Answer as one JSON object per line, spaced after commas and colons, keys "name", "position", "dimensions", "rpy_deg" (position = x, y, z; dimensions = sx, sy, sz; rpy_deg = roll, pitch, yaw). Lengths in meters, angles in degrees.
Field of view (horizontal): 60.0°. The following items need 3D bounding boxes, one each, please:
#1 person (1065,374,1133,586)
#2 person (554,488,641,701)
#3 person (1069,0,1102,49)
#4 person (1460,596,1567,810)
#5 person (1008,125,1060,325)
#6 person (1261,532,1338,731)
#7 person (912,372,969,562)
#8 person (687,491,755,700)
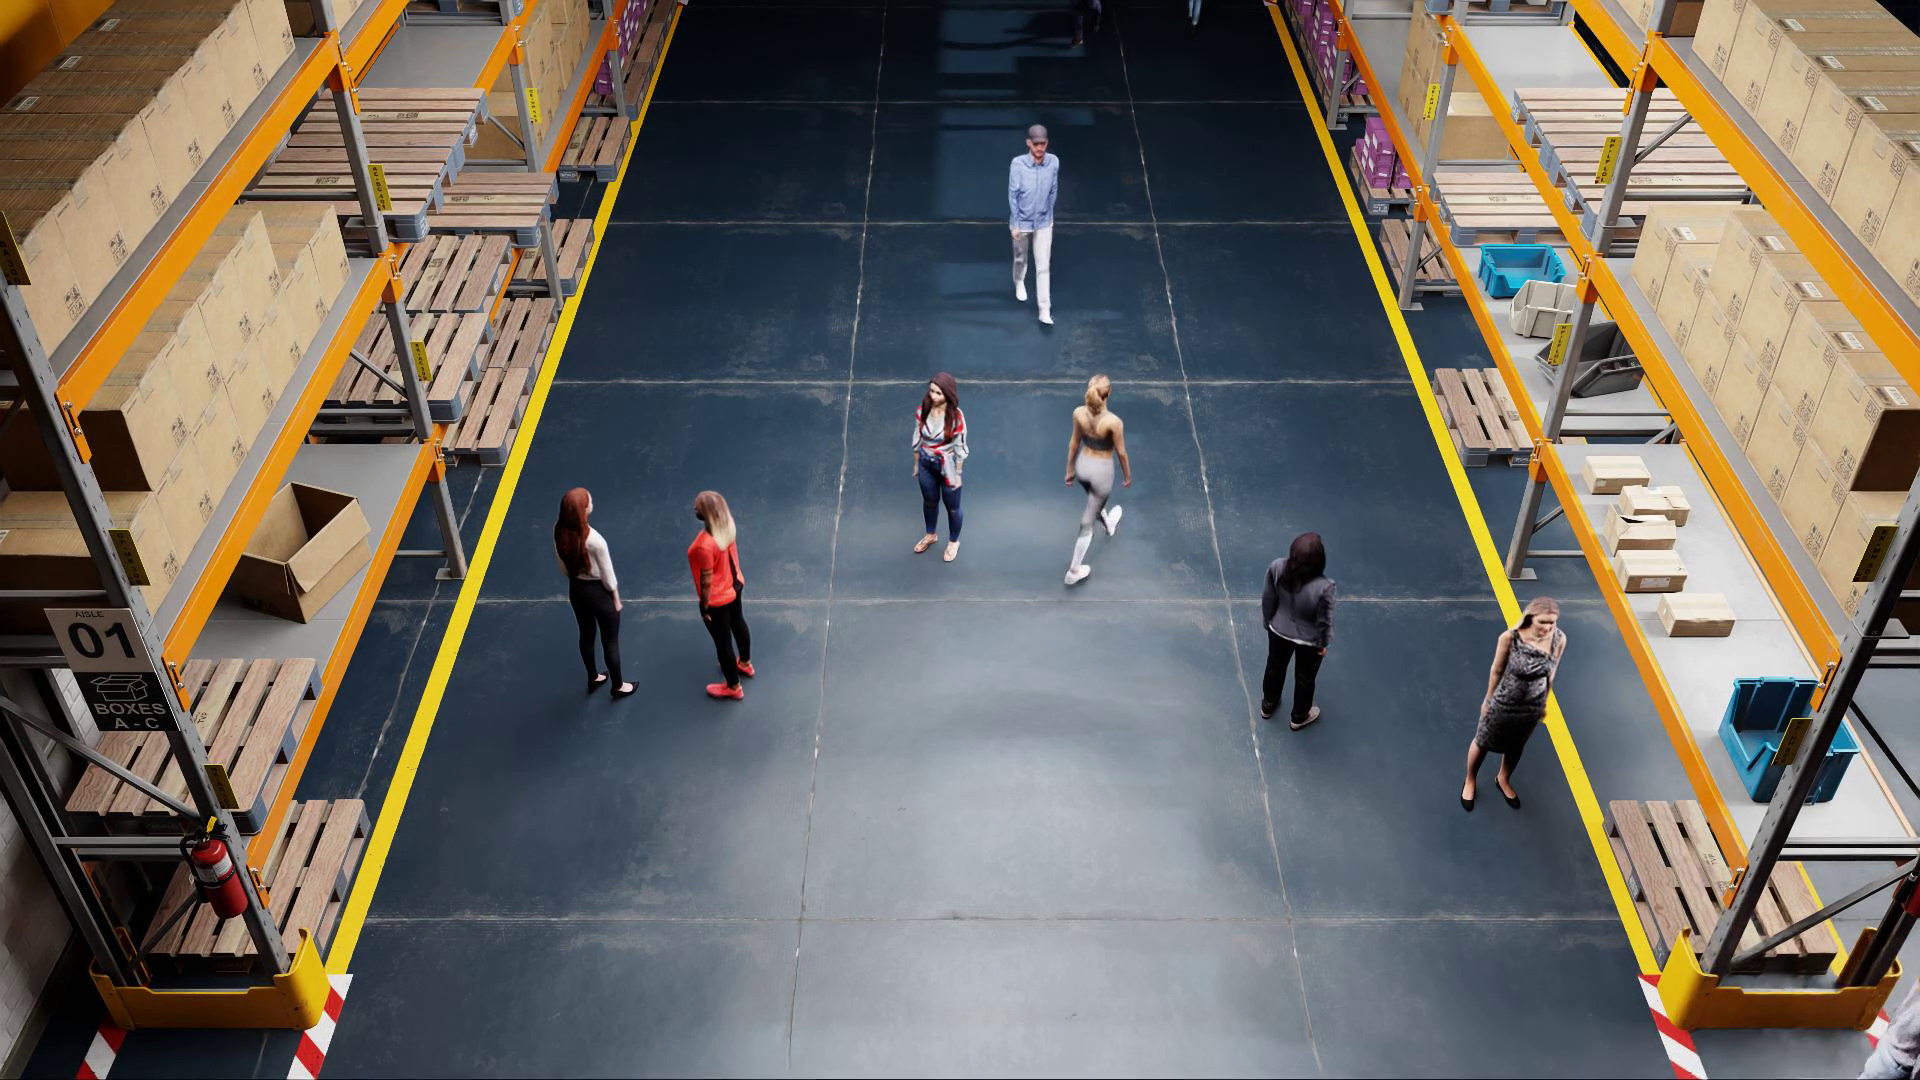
{"name": "person", "position": [0.953, -0.408, 12.309], "dimensions": [1.015, 1.649, 1.217], "rpy_deg": [23, 44, 26]}
{"name": "person", "position": [-2.482, 0.374, 11.241], "dimensions": [0.668, 1.760, 0.661], "rpy_deg": [19, 42, 22]}
{"name": "person", "position": [1.587, -7.007, 20.418], "dimensions": [0.880, 1.842, 1.048], "rpy_deg": [21, 43, 24]}
{"name": "person", "position": [3.502, 1.007, 10.492], "dimensions": [0.556, 1.705, 0.482], "rpy_deg": [0, 39, 0]}
{"name": "person", "position": [0.636, -2.973, 15.367], "dimensions": [0.800, 1.843, 1.210], "rpy_deg": [-6, 39, -8]}
{"name": "person", "position": [2.257, 0.591, 11.100], "dimensions": [0.799, 1.597, 0.846], "rpy_deg": [26, 46, 29]}
{"name": "person", "position": [-0.143, -0.563, 12.532], "dimensions": [0.663, 1.614, 0.660], "rpy_deg": [17, 42, 21]}
{"name": "person", "position": [-1.611, 0.354, 11.320], "dimensions": [0.707, 1.693, 0.575], "rpy_deg": [12, 40, 15]}
